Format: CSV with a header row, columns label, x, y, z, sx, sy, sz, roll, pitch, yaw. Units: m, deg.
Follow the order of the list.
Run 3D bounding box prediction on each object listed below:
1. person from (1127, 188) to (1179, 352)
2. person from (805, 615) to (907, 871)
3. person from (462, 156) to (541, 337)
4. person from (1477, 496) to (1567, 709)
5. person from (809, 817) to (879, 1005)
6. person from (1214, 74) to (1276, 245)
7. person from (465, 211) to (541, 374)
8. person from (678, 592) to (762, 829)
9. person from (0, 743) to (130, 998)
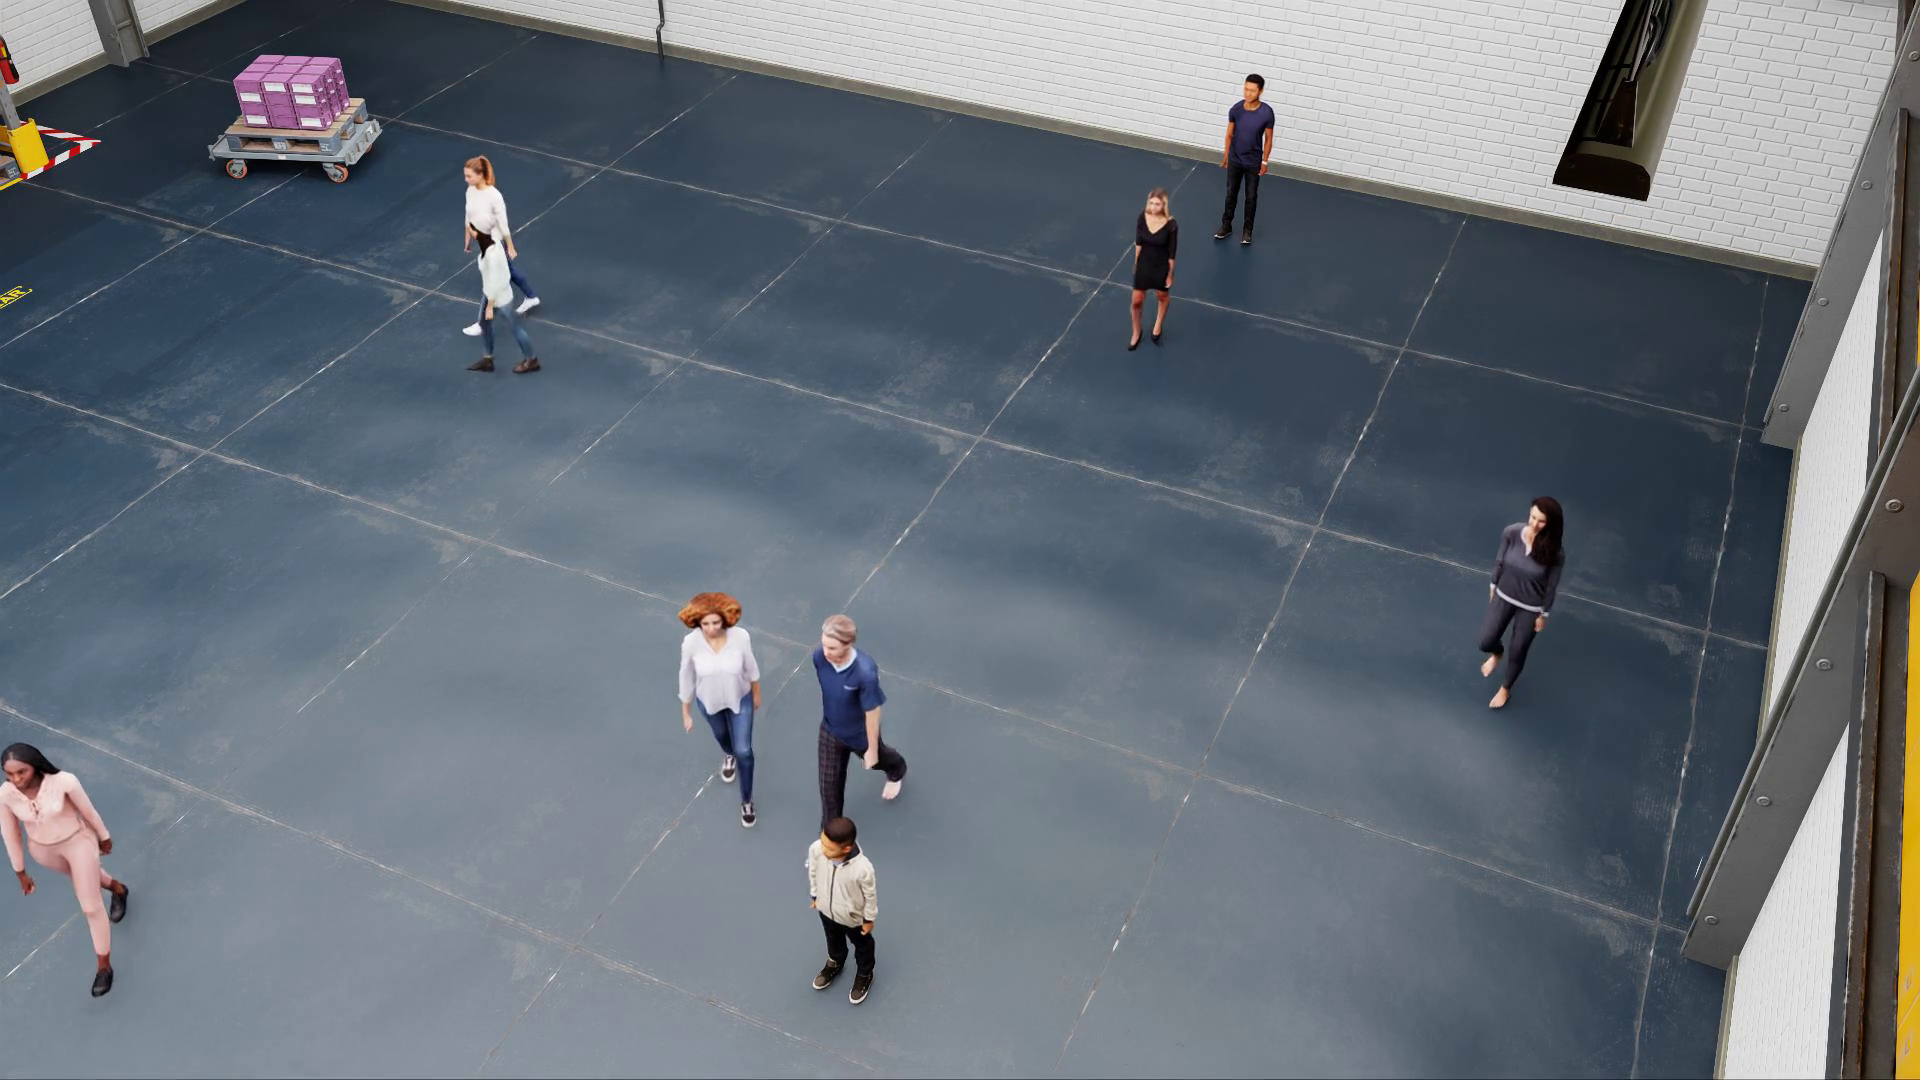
label,x,y,z,sx,sy,sz,roll,pitch,yaw
person,1.804,-2.492,15.165,0.561,1.640,0.725,14,41,17
person,-0.624,1.144,10.473,0.771,1.813,1.272,20,43,23
person,-4.276,-2.772,15.492,0.858,1.670,1.201,30,47,32
person,3.897,0.382,11.473,0.678,1.758,0.740,24,44,27
person,-0.660,2.089,9.581,0.571,1.450,0.499,18,42,21
person,2.887,-3.850,16.743,0.635,1.793,0.517,18,42,21
person,-4.015,-2.184,14.792,0.971,1.624,0.916,-12,40,-15
person,-1.528,0.952,10.821,0.944,1.681,1.113,-2,39,-2
person,-5.247,1.773,9.802,1.086,1.667,1.224,-8,39,-10
